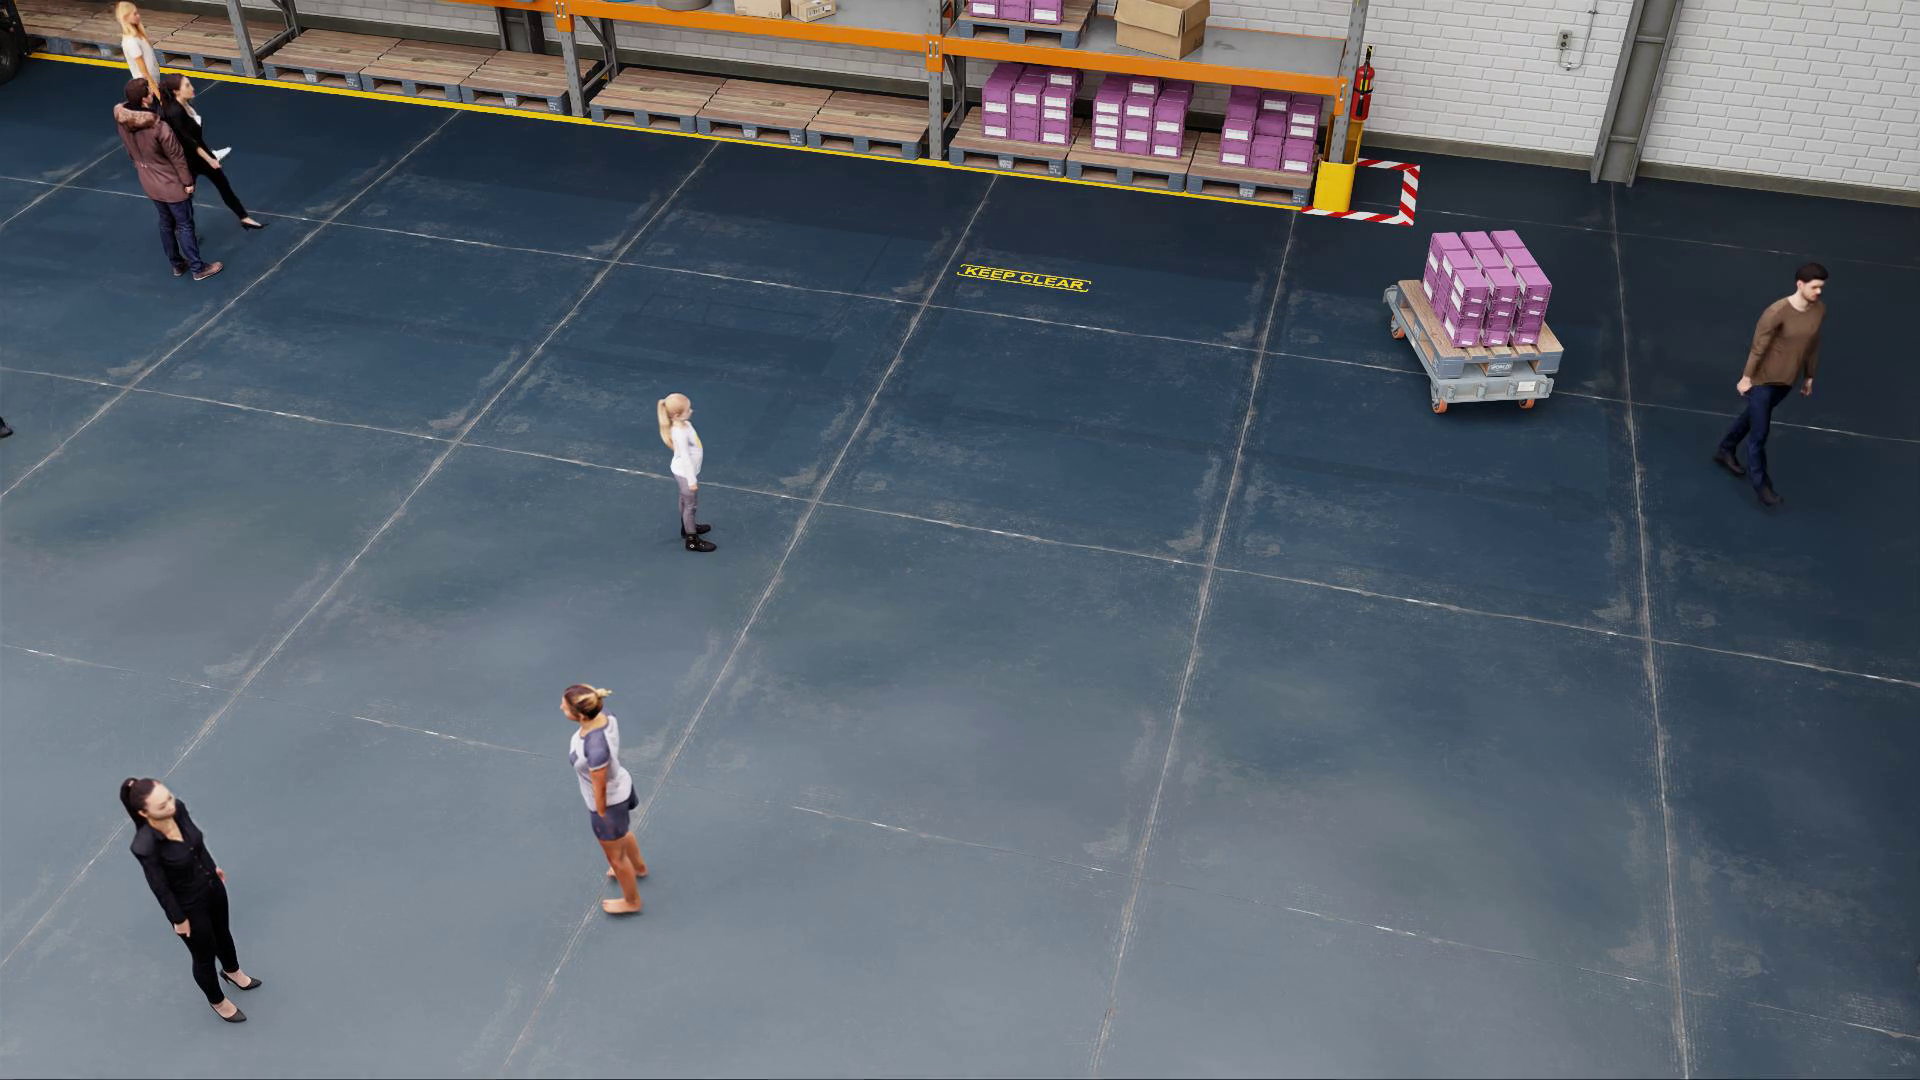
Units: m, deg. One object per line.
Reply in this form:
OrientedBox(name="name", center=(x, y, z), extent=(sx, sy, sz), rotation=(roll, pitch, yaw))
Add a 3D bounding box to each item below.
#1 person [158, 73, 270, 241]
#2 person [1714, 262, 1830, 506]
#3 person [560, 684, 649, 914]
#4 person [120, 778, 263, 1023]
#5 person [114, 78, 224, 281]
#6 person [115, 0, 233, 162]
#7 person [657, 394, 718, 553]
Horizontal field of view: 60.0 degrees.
OrientedBox(name="person", center=(-7.099, -3.435, 15.212), extent=(1.126, 1.608, 0.820), rotation=(-3, 39, -4))
OrientedBox(name="person", center=(5.941, -1.247, 12.274), extent=(1.104, 1.855, 1.080), rotation=(-13, 40, -15))
OrientedBox(name="person", center=(-1.921, 1.406, 9.141), extent=(0.630, 1.619, 0.627), rotation=(-3, 39, -4))
OrientedBox(name="person", center=(-3.929, 1.836, 8.528), extent=(0.540, 1.712, 0.609), rotation=(3, 39, 4))
OrientedBox(name="person", center=(-7.043, -3.187, 14.712), extent=(0.660, 1.845, 0.858), rotation=(16, 41, 19))
OrientedBox(name="person", center=(-7.994, -4.337, 16.210), extent=(1.216, 1.771, 0.972), rotation=(-8, 39, -9))
OrientedBox(name="person", center=(-1.951, -0.494, 11.793), extent=(0.616, 1.279, 0.575), rotation=(-10, 40, -12))
